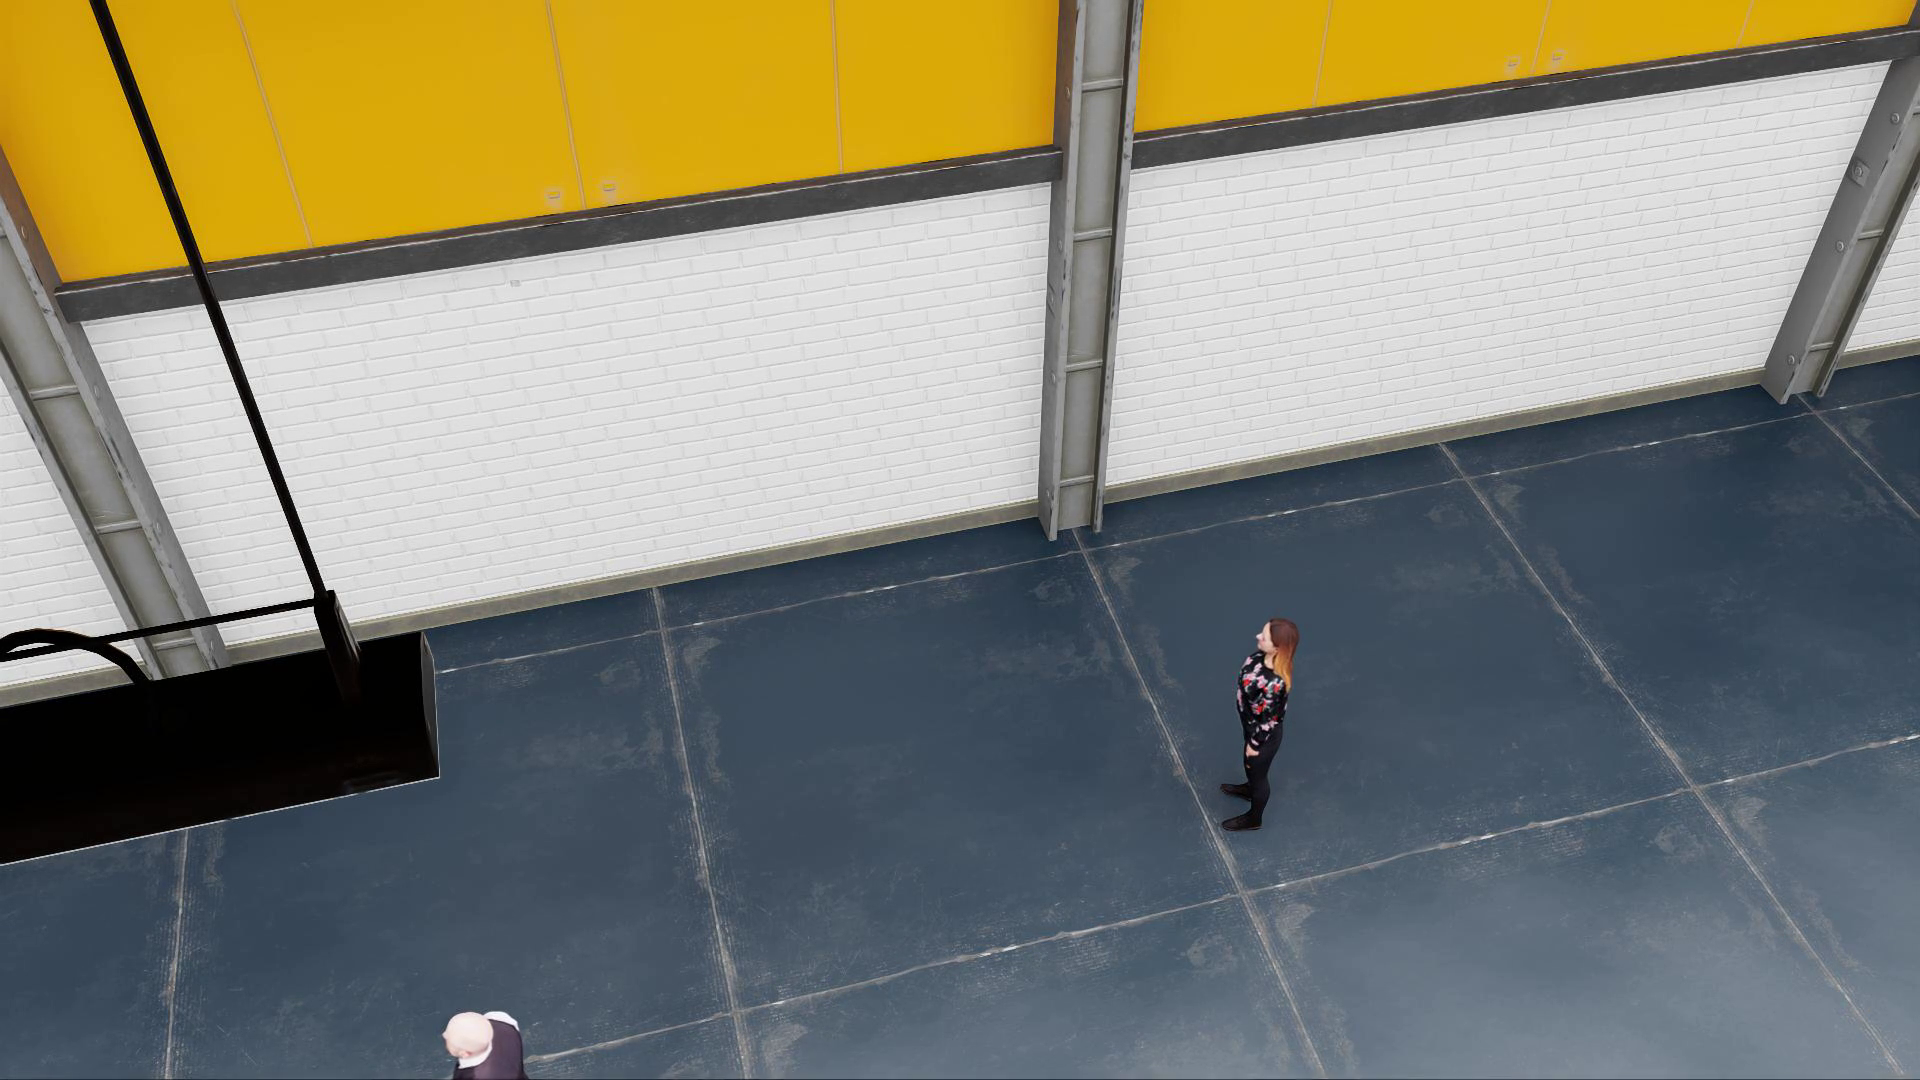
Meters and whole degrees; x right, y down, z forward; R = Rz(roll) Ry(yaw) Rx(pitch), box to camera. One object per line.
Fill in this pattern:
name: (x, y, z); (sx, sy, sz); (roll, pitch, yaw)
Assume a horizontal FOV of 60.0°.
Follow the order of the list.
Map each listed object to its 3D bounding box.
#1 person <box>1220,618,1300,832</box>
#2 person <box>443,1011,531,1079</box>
person: (1.748, 1.054, 9.592); (0.620, 1.684, 0.635); (5, 44, 5)
person: (-2.121, 2.711, 7.751); (0.678, 1.824, 0.740); (-1, 44, -1)
